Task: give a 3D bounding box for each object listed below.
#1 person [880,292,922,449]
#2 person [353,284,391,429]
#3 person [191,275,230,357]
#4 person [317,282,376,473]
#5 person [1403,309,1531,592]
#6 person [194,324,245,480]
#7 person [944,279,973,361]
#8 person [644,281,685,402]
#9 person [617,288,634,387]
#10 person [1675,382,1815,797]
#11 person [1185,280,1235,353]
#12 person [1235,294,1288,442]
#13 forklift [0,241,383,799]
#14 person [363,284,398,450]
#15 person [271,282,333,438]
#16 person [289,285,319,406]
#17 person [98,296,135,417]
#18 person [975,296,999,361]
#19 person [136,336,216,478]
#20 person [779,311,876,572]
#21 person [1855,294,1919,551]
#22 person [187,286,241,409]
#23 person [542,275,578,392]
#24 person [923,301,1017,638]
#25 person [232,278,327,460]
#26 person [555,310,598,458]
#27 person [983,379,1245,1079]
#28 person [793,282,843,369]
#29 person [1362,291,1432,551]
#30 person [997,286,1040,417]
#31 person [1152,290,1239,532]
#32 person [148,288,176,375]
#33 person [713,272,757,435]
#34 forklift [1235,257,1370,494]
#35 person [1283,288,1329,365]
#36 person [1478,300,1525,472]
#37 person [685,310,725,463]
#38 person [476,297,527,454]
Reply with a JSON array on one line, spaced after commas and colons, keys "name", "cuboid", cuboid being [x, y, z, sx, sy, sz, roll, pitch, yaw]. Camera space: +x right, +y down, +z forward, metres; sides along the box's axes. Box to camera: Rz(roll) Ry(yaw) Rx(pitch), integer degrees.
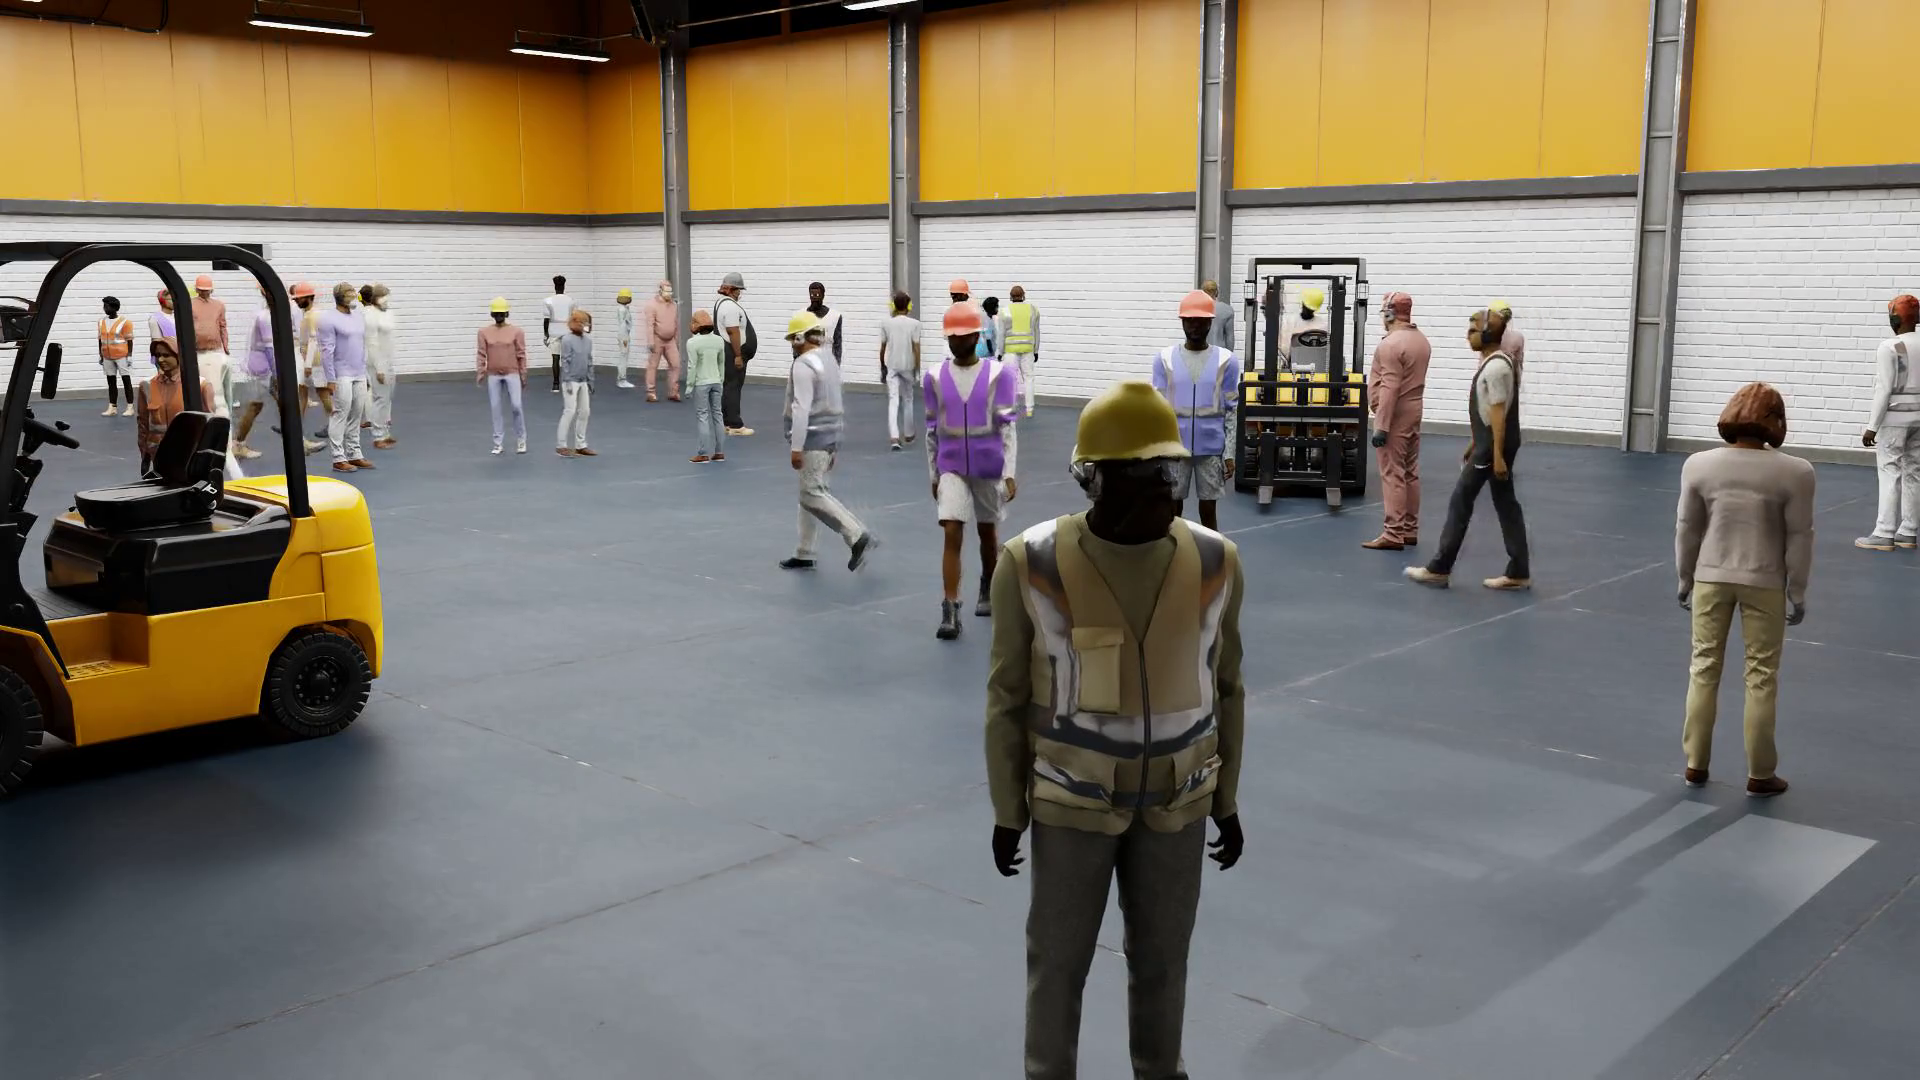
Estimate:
[{"name": "person", "cuboid": [-0.701, -1.968, 19.335, 0.529, 1.804, 1.057, 1, 9, 8]}, {"name": "person", "cuboid": [-7.664, -2.377, 21.641, 0.528, 1.860, 0.313, -8, 12, -40]}, {"name": "person", "cuboid": [-10.633, -2.740, 23.485, 0.611, 1.985, 0.393, -8, 12, -41]}, {"name": "person", "cuboid": [-6.275, -1.665, 17.034, 0.357, 1.937, 0.638, 3, 10, 17]}, {"name": "person", "cuboid": [3.309, -0.575, 10.729, 0.886, 1.805, 0.506, 5, 10, 28]}, {"name": "person", "cuboid": [-6.418, -1.046, 14.241, 0.730, 1.611, 0.516, 8, 12, 41]}, {"name": "person", "cuboid": [-0.017, -2.384, 21.443, 0.362, 1.935, 0.553, -3, 10, -18]}, {"name": "person", "cuboid": [-4.587, -3.058, 25.784, 0.745, 1.869, 0.704, 8, 13, 42]}, {"name": "person", "cuboid": [-5.869, -3.552, 29.203, 0.319, 1.742, 0.492, -1, 9, -9]}, {"name": "person", "cuboid": [3.087, 0.192, 6.580, 0.501, 1.632, 0.295, 8, 12, 39]}, {"name": "person", "cuboid": [3.160, -2.322, 21.077, 0.628, 1.935, 0.373, 1, 9, 5]}, {"name": "person", "cuboid": [3.595, -1.896, 18.862, 1.045, 1.802, 0.589, 0, 9, 0]}, {"name": "forklift", "cuboid": [-3.706, -0.171, 7.093, 1.214, 2.155, 2.313, 9, 13, 43]}, {"name": "person", "cuboid": [-6.658, -1.993, 19.202, 0.399, 1.901, 0.798, 0, 9, 1]}, {"name": "person", "cuboid": [-8.002, -2.180, 20.278, 0.802, 1.904, 0.571, -6, 11, -31]}, {"name": "person", "cuboid": [-9.948, -2.935, 25.117, 0.430, 1.845, 0.619, -6, 11, -31]}, {"name": "person", "cuboid": [-11.829, -2.567, 23.309, 0.529, 1.695, 0.321, 1, 9, 8]}, {"name": "person", "cuboid": [0.448, -2.644, 23.818, 0.545, 1.674, 0.561, 1, 9, 3]}, {"name": "person", "cuboid": [-5.110, -0.514, 10.889, 0.523, 1.639, 0.309, 0, 9, 2]}, {"name": "person", "cuboid": [-0.901, -0.653, 11.315, 0.707, 1.790, 0.642, 3, 10, 16]}, {"name": "person", "cuboid": [6.919, -0.860, 12.259, 0.573, 1.887, 0.355, -4, 10, -21]}, {"name": "person", "cuboid": [-11.001, -2.758, 24.124, 0.601, 1.809, 1.137, 9, 13, 44]}, {"name": "person", "cuboid": [-6.701, -3.461, 27.961, 0.614, 1.963, 0.361, -4, 10, -21]}, {"name": "person", "cuboid": [0.062, -0.427, 9.614, 0.565, 1.896, 0.982, 1, 9, 8]}, {"name": "person", "cuboid": [-7.459, -1.847, 18.045, 1.031, 1.962, 0.678, -3, 10, -18]}, {"name": "person", "cuboid": [-4.237, -1.720, 18.331, 0.403, 1.619, 0.552, 4, 10, 23]}, {"name": "person", "cuboid": [0.352, 0.563, 3.686, 0.599, 1.834, 0.404, -2, 9, -10]}, {"name": "person", "cuboid": [-1.682, -2.087, 19.683, 0.593, 1.920, 0.391, 1, 9, 5]}, {"name": "person", "cuboid": [3.211, -0.878, 12.312, 0.401, 1.904, 0.648, 7, 12, 37]}, {"name": "person", "cuboid": [0.813, -2.631, 23.275, 0.619, 1.838, 0.430, -2, 9, -12]}, {"name": "person", "cuboid": [1.450, -0.575, 10.342, 0.545, 1.942, 0.354, 1, 9, 8]}, {"name": "person", "cuboid": [-9.416, -2.074, 19.821, 0.389, 1.846, 0.567, 1, 9, 4]}, {"name": "person", "cuboid": [-2.809, -2.335, 20.829, 0.536, 2.000, 0.677, -4, 10, -23]}, {"name": "forklift", "cuboid": [3.309, -1.629, 16.029, 1.214, 2.155, 2.313, 2, 9, 11]}, {"name": "person", "cuboid": [3.691, -1.779, 17.961, 0.374, 1.875, 0.682, -6, 11, -31]}, {"name": "person", "cuboid": [5.423, -1.533, 16.782, 0.523, 1.760, 0.325, -3, 10, -18]}, {"name": "person", "cuboid": [-2.723, -1.638, 17.797, 0.280, 1.633, 0.498, 8, 12, 42]}, {"name": "person", "cuboid": [-5.145, -1.841, 18.676, 0.540, 1.764, 0.359, 0, 9, -2]}]
